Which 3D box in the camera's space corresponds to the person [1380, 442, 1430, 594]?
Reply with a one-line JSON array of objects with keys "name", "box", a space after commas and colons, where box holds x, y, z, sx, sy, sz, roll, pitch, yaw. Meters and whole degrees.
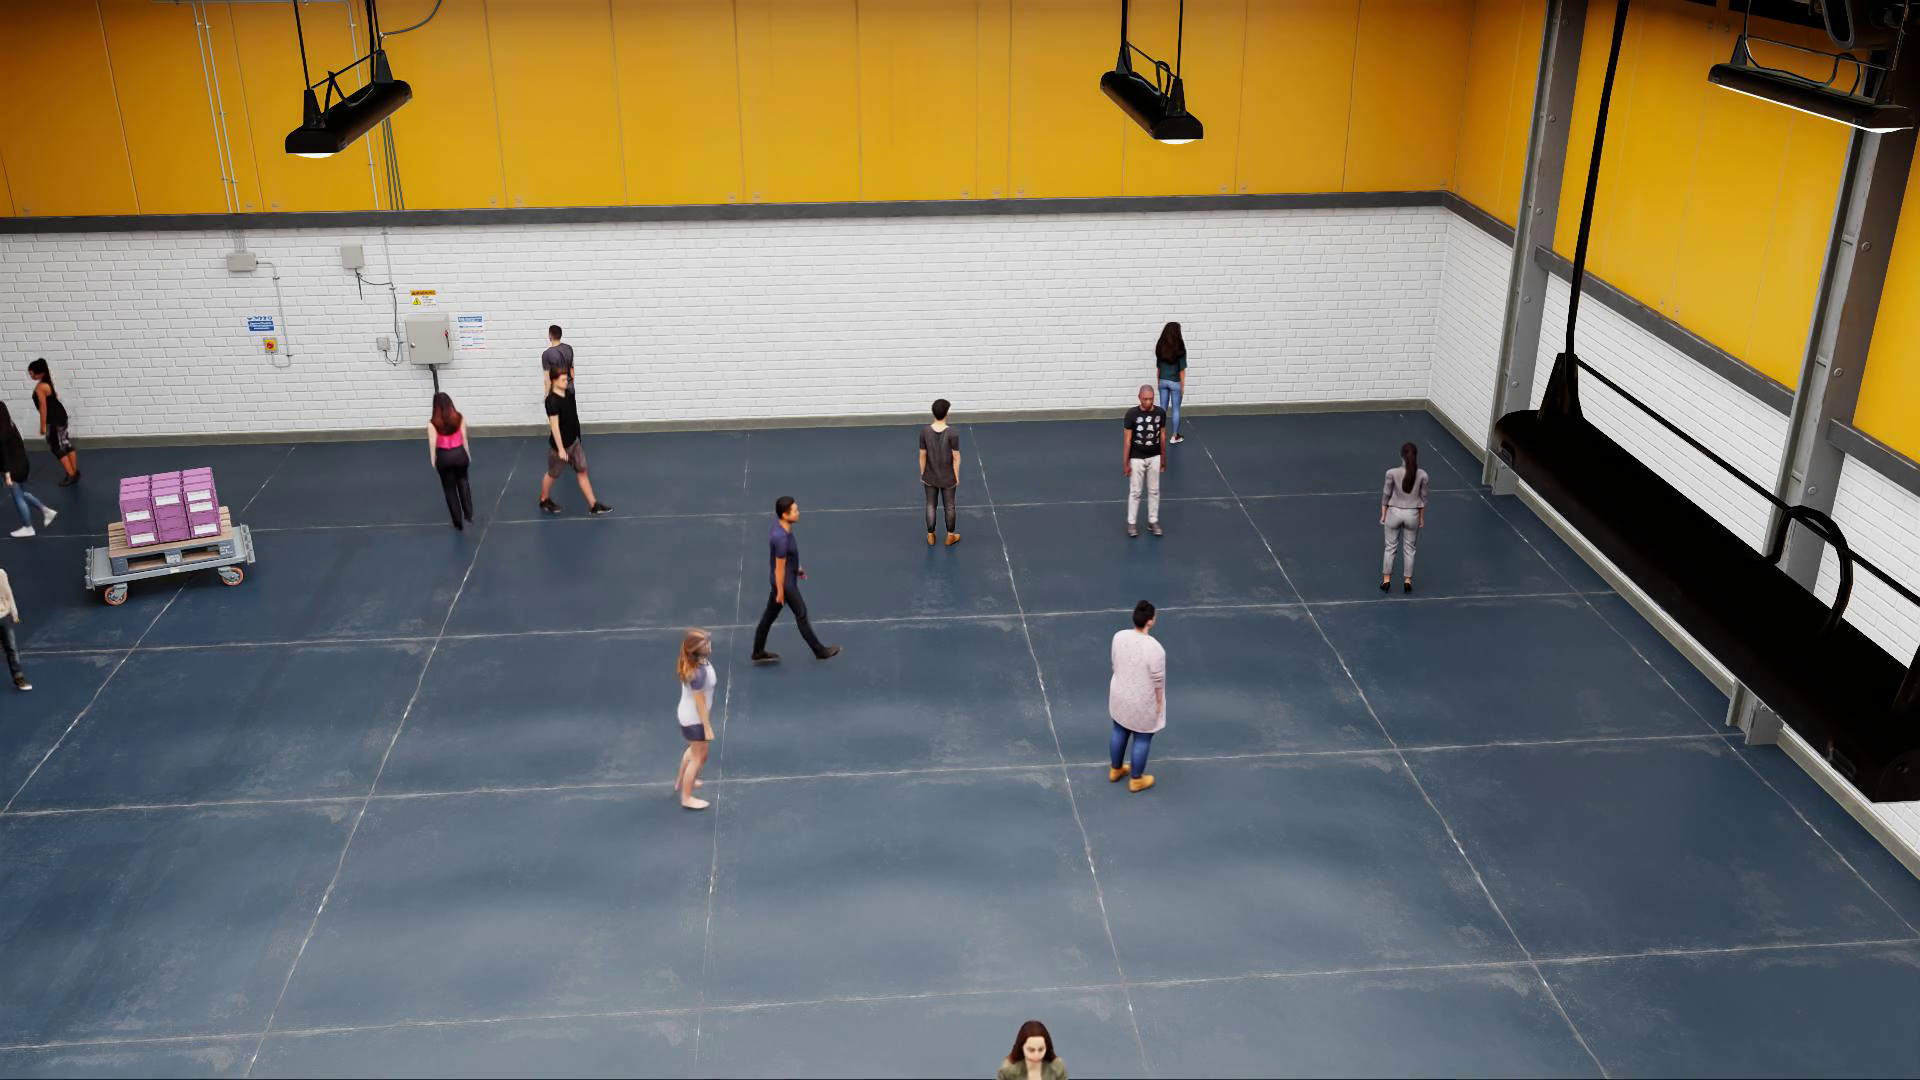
[{"name": "person", "box": [4.667, -0.227, 17.536, 0.678, 1.679, 0.664, 4, 24, 10]}]

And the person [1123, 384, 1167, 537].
[{"name": "person", "box": [2.108, -0.931, 18.996, 0.682, 1.801, 0.644, -4, 24, -10]}]

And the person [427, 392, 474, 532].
[{"name": "person", "box": [-5.798, -0.885, 19.085, 0.720, 1.646, 0.767, -16, 28, -32]}]

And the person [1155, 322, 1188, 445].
[{"name": "person", "box": [2.763, -2.069, 21.831, 0.708, 1.615, 0.753, 14, 27, 29]}]

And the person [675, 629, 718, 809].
[{"name": "person", "box": [-2.232, 1.461, 13.672, 0.794, 1.683, 0.604, -11, 26, -24]}]

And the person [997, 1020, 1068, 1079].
[{"name": "person", "box": [0.406, 3.352, 9.623, 0.575, 1.461, 0.780, -2, 24, -4]}]

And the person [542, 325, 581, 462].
[{"name": "person", "box": [-5.091, -1.889, 21.233, 0.773, 1.764, 0.710, 18, 29, 35]}]

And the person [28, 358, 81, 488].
[{"name": "person", "box": [-11.134, -1.507, 20.510, 0.788, 1.643, 0.492, 1, 24, 2]}]

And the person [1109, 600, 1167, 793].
[{"name": "person", "box": [1.467, 1.295, 13.974, 0.787, 1.744, 0.855, 20, 31, 38]}]

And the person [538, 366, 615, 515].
[{"name": "person", "box": [-4.713, -1.140, 19.456, 1.076, 1.814, 1.252, 7, 25, 16]}]

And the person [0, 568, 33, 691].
[{"name": "person", "box": [-9.117, 0.722, 15.647, 0.893, 1.454, 0.848, 17, 29, 33]}]

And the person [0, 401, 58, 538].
[{"name": "person", "box": [-10.692, -0.823, 18.952, 0.676, 1.638, 0.695, -4, 24, -9]}]

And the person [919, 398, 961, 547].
[{"name": "person", "box": [-0.226, -0.762, 18.714, 0.682, 1.717, 0.658, 6, 24, 13]}]

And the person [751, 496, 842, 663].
[{"name": "person", "box": [-1.775, 0.420, 15.980, 0.765, 1.741, 1.054, -4, 24, -8]}]
